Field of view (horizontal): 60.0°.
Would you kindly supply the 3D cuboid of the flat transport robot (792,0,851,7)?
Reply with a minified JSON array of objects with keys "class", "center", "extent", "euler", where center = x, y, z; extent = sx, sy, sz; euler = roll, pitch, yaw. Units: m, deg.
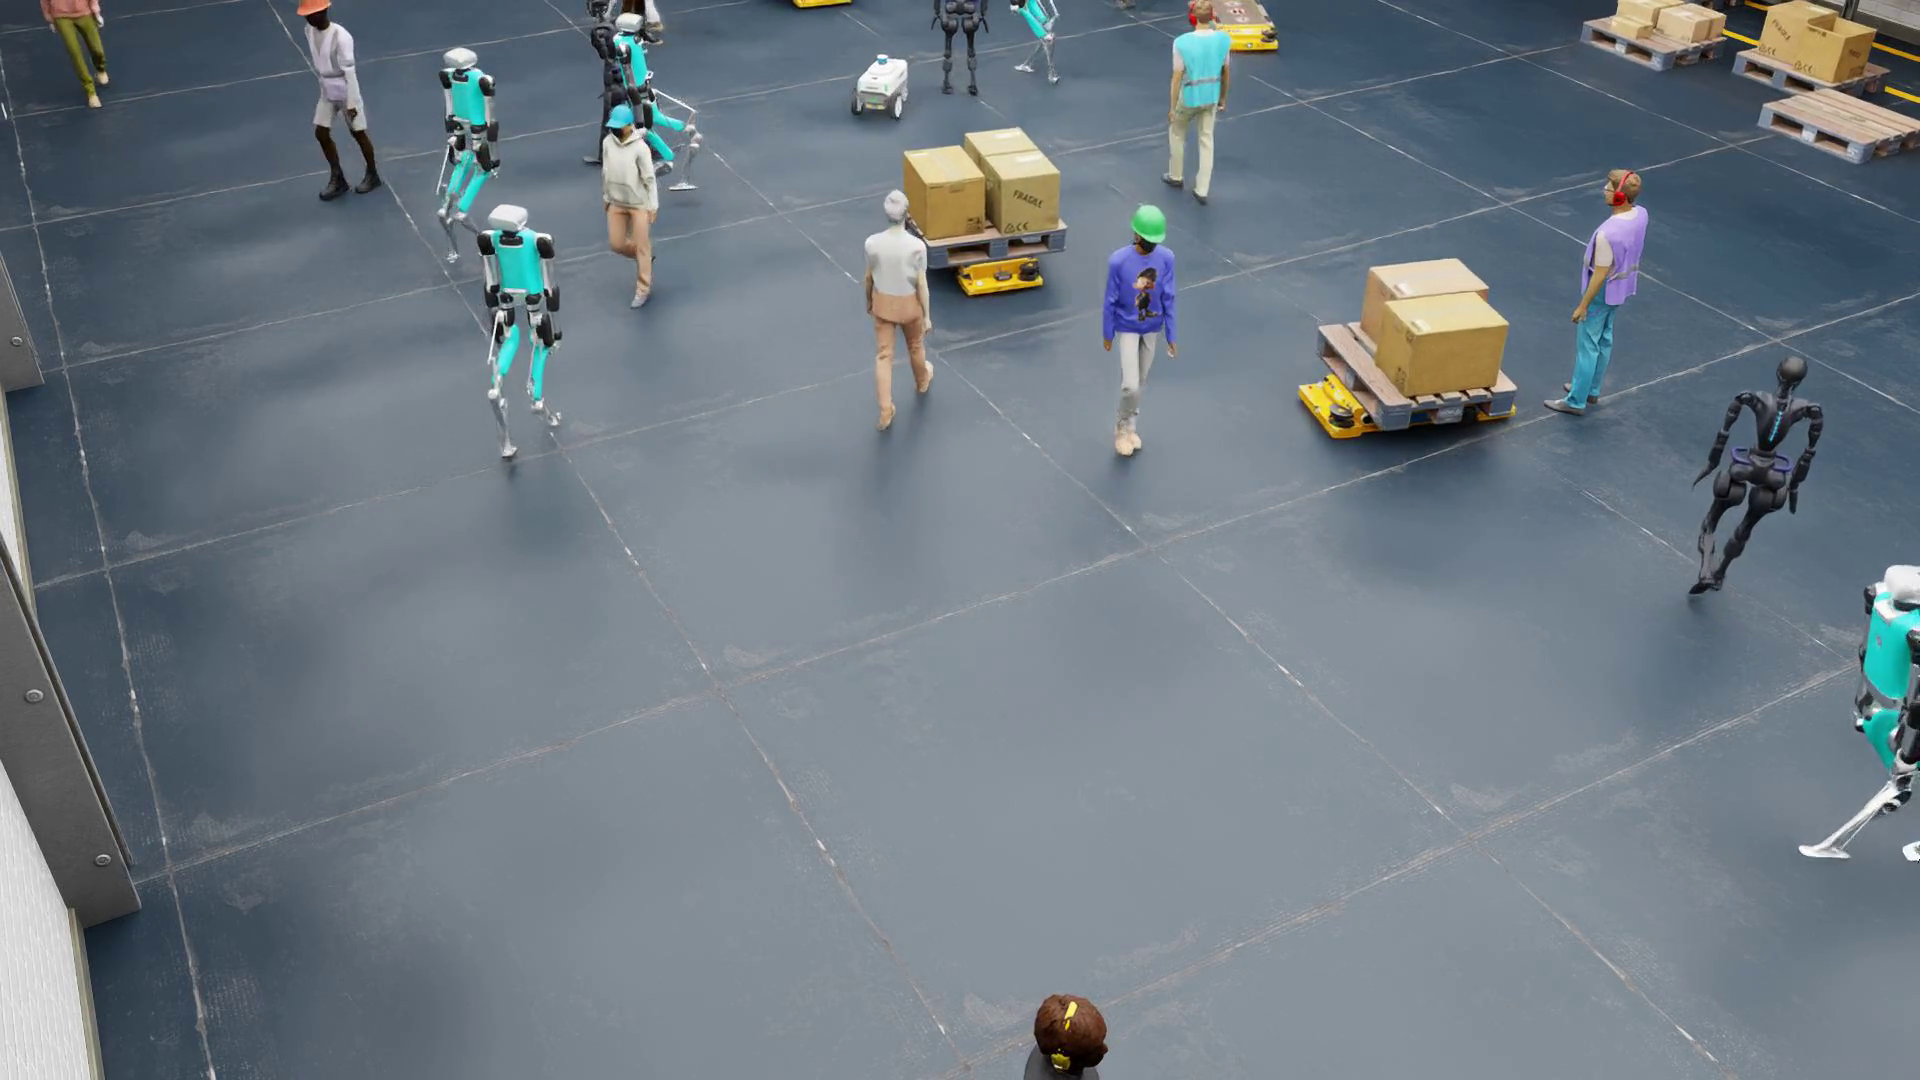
[{"class":"flat transport robot","center":[-1.855,-6.891,20.554],"extent":[0.659,0.231,1.431],"euler":[-11,37,-16]}]

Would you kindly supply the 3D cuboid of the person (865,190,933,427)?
[{"class":"person","center":[-0.422,-1.710,11.907],"extent":[0.513,1.707,0.817],"euler":[7,36,9]}]

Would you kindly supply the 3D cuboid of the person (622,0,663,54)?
[{"class":"person","center":[-3.623,-6.412,18.393],"extent":[0.361,1.963,0.611],"euler":[14,37,19]}]

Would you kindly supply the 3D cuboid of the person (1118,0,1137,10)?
[{"class":"person","center":[2.192,-7.301,19.749],"extent":[0.614,1.872,0.964],"euler":[18,39,24]}]

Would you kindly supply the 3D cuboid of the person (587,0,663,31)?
[{"class":"person","center":[-3.907,-6.755,19.010],"extent":[1.001,1.819,0.610],"euler":[10,36,14]}]

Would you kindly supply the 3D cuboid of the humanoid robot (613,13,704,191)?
[{"class":"humanoid robot","center":[-2.697,-3.849,14.923],"extent":[1.014,1.726,0.548],"euler":[0,35,-1]}]

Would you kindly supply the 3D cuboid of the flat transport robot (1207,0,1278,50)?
[{"class":"flat transport robot","center":[3.225,-5.996,19.277],"extent":[0.659,0.231,1.431],"euler":[-1,35,-2]}]

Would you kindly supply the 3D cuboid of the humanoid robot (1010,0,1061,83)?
[{"class":"humanoid robot","center":[0.891,-5.717,17.679],"extent":[0.800,1.877,0.541],"euler":[17,38,22]}]

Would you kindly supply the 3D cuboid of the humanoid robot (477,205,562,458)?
[{"class":"humanoid robot","center":[-3.050,-1.331,11.394],"extent":[0.538,1.783,1.005],"euler":[5,35,7]}]

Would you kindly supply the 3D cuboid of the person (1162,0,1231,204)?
[{"class":"person","center":[2.121,-4.018,15.105],"extent":[0.607,1.807,0.790],"euler":[-10,36,-14]}]

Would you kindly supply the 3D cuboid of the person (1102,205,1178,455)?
[{"class":"person","center":[1.233,-1.416,11.354],"extent":[0.458,1.848,0.520],"euler":[-11,36,-15]}]

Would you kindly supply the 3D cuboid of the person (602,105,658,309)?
[{"class":"person","center":[-2.626,-2.698,13.343],"extent":[0.485,1.663,0.439],"euler":[13,37,18]}]

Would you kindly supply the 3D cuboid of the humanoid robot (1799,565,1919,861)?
[{"class":"humanoid robot","center":[4.792,0.922,8.155],"extent":[0.951,1.766,0.569],"euler":[4,35,6]}]

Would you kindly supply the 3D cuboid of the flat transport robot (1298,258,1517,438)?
[{"class":"flat transport robot","center":[3.286,-1.061,12.231],"extent":[1.431,0.231,0.659],"euler":[-8,36,-11]}]

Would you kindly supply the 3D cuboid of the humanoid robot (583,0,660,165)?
[{"class":"humanoid robot","center":[-3.269,-4.360,15.757],"extent":[0.772,1.622,0.614],"euler":[-2,35,-3]}]

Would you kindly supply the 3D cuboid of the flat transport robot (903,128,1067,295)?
[{"class":"flat transport robot","center":[0.170,-2.517,14.309],"extent":[0.659,0.231,1.431],"euler":[-10,36,-14]}]

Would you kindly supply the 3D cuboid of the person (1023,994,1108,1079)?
[{"class":"person","center":[0.365,2.310,6.020],"extent":[0.356,1.875,0.494],"euler":[8,36,11]}]

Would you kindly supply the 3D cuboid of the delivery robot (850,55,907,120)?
[{"class":"delivery robot","center":[-0.796,-4.714,17.169],"extent":[0.499,0.563,0.738],"euler":[9,36,13]}]

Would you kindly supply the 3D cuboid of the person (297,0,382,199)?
[{"class":"person","center":[-5.661,-3.992,14.978],"extent":[0.563,1.910,0.732],"euler":[18,39,23]}]

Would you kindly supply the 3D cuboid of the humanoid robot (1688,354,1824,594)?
[{"class":"humanoid robot","center":[4.756,-0.342,9.981],"extent":[0.589,1.640,0.516],"euler":[12,37,16]}]

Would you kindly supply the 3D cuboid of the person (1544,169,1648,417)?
[{"class":"person","center":[4.579,-1.744,11.834],"extent":[0.385,1.842,0.568],"euler":[28,44,34]}]

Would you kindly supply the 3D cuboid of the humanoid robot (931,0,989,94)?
[{"class":"humanoid robot","center":[-0.001,-5.496,17.345],"extent":[0.612,1.644,0.339],"euler":[0,35,0]}]

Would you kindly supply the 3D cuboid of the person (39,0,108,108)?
[{"class":"person","center":[-9.117,-5.405,17.081],"extent":[0.542,1.824,0.618],"euler":[-15,38,-20]}]

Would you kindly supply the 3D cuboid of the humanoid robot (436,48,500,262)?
[{"class":"humanoid robot","center":[-4.197,-3.144,13.927],"extent":[0.548,1.784,0.785],"euler":[16,38,21]}]
